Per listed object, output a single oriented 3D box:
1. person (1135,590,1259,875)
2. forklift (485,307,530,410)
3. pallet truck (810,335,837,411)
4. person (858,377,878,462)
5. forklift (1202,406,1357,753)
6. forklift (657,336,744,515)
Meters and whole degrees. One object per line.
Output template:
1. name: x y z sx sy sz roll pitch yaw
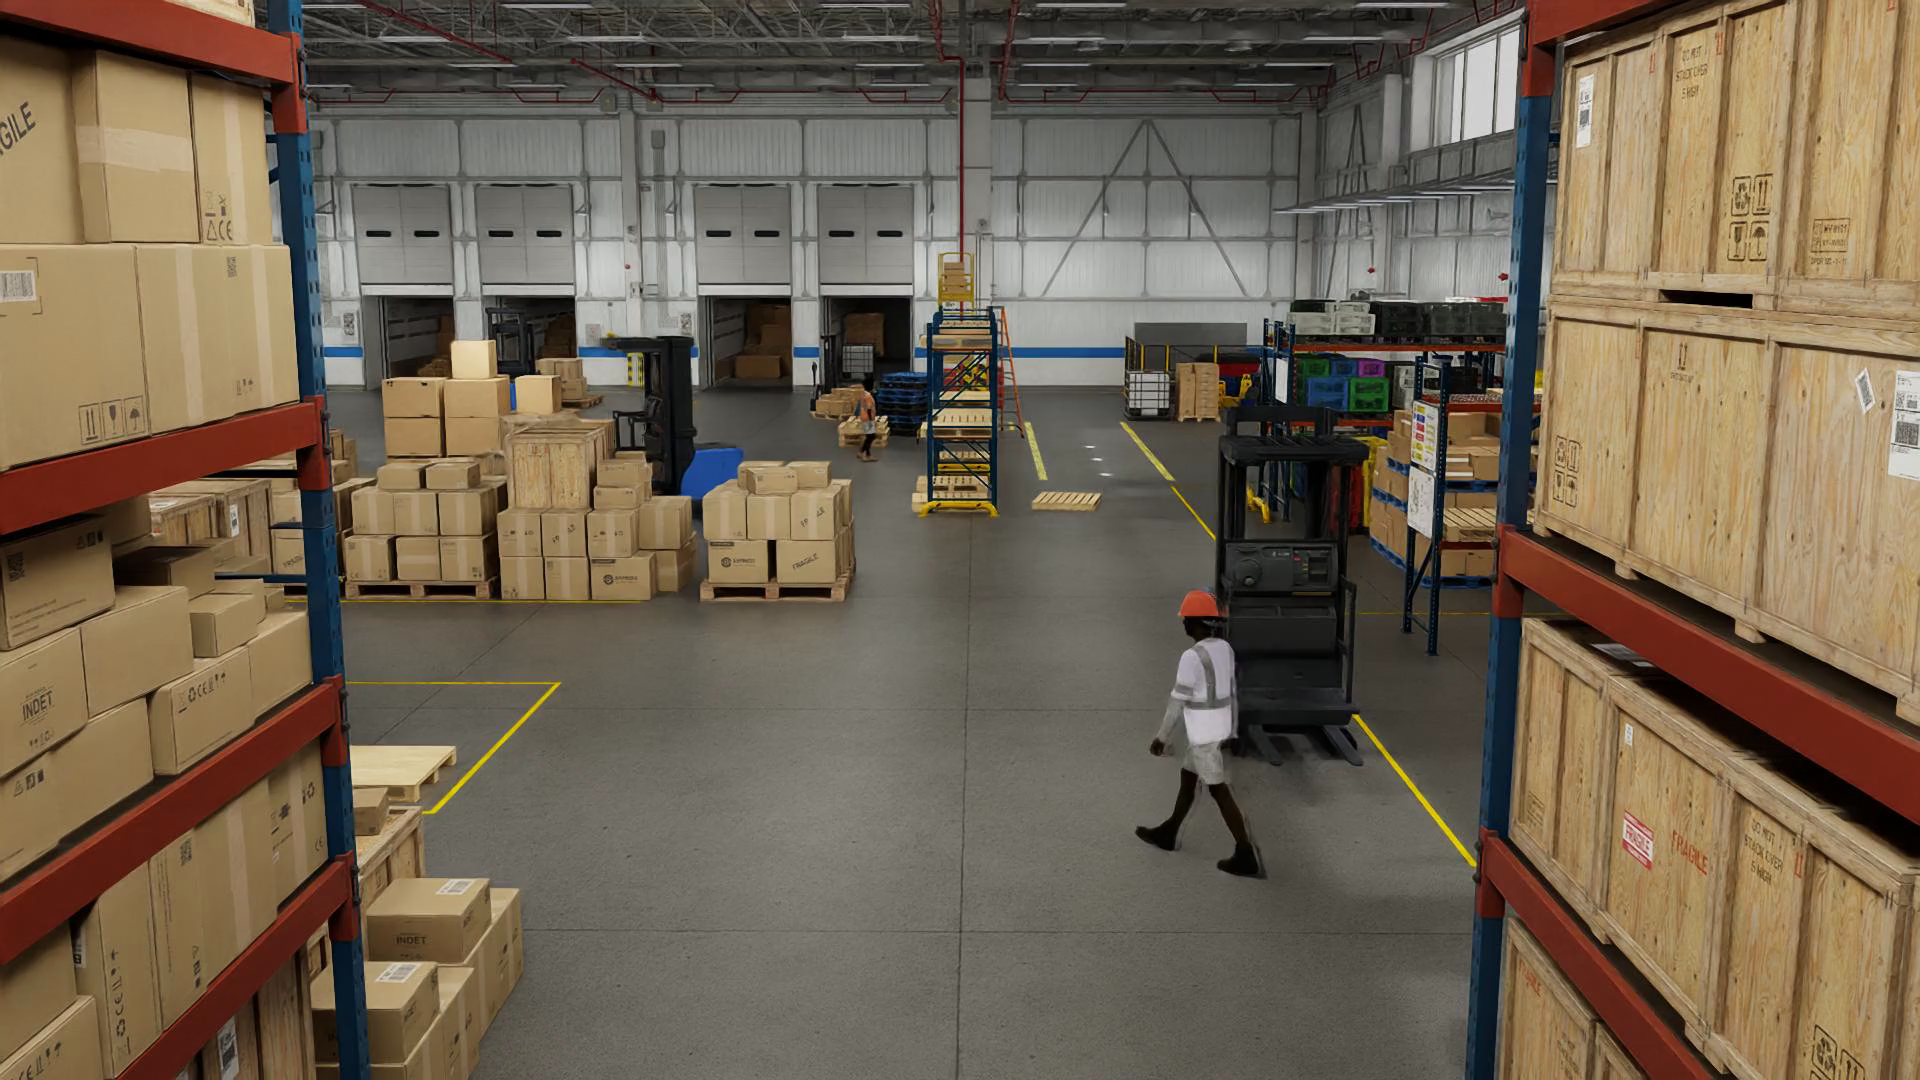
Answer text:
1. person: 1.643 1.283 11.205 0.990 1.887 0.553 6 12 32
2. forklift: -10.754 -4.150 39.646 1.129 2.768 1.873 0 10 1
3. pallet truck: -3.021 -4.312 43.126 1.885 1.965 0.823 3 10 17
4. person: -1.805 -2.362 32.772 0.368 1.691 0.536 -2 10 -10
5. forklift: 2.693 0.247 14.276 1.129 2.768 1.873 0 10 1
6. forklift: -4.406 -1.785 26.002 1.873 2.768 1.129 -5 11 -24
